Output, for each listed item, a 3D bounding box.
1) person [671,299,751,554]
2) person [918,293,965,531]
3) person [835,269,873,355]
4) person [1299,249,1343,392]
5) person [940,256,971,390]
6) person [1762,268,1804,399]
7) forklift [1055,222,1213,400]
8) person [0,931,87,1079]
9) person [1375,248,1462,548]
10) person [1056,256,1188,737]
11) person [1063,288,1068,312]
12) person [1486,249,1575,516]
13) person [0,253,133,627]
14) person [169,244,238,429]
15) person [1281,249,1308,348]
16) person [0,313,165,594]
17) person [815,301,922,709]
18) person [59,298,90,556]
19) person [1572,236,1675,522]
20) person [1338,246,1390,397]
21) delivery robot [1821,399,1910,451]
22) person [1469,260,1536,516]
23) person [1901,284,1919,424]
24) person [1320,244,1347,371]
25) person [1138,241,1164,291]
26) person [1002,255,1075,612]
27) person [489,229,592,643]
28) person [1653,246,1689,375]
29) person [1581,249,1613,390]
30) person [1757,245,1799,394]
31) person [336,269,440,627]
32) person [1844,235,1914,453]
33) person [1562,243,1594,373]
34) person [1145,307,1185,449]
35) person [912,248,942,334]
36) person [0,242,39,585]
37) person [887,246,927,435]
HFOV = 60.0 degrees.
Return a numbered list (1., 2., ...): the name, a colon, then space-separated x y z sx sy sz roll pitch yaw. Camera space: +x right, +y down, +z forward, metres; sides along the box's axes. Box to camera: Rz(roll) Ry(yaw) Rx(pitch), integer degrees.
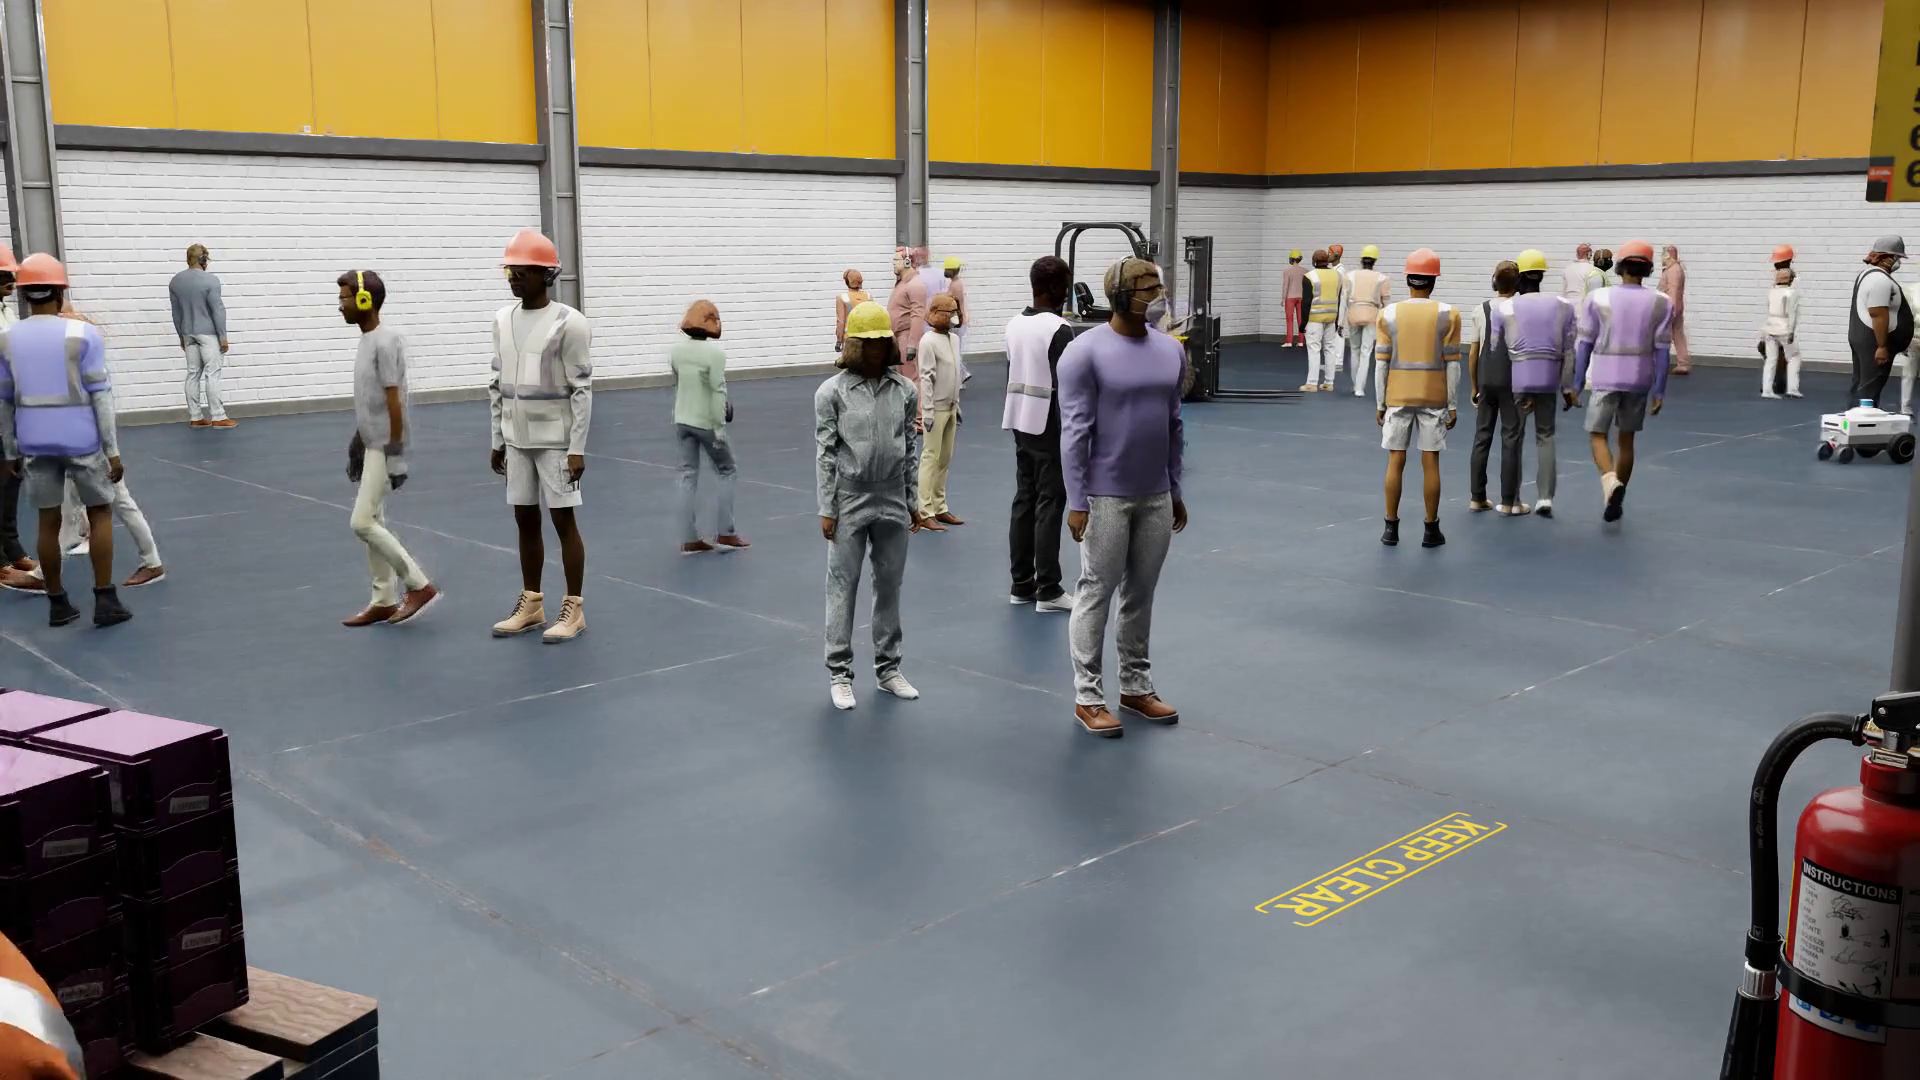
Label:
1. person: -1.615 -0.725 10.638 0.506 1.620 0.494 7 13 34
2. person: -0.126 -0.886 11.488 0.268 1.632 0.507 5 11 25
3. person: -1.203 -2.271 19.018 0.514 1.640 0.315 -8 13 -38
4. person: 4.661 -2.841 21.592 0.624 1.841 0.430 -5 11 -25
5. person: -0.091 -2.816 21.680 0.360 1.752 0.539 -2 11 -8
6. person: 10.208 -2.546 20.590 0.588 1.611 0.531 -3 11 -16
7. forklift: 1.935 -2.847 20.651 2.313 2.155 1.214 2 11 13
8. person: -0.913 0.895 1.698 0.546 1.674 0.703 9 14 40
9. person: 2.967 -0.915 10.815 0.544 1.939 0.354 4 11 20
10. person: 0.679 -0.179 6.799 0.631 1.940 0.369 -7 13 -35
11. person: 1.245 -3.007 22.902 0.553 1.676 0.571 5 11 24
12. person: 4.094 -1.123 11.983 0.619 1.921 0.395 1 10 7
13. person: -4.636 -0.503 8.584 0.578 1.932 0.384 -1 10 -8
14. person: -7.923 -2.119 17.391 0.627 1.935 0.373 3 11 17
15. person: 6.038 -4.358 30.046 0.533 1.772 0.296 -4 11 -21
16. person: -4.973 -0.481 9.393 0.516 1.583 0.852 9 14 40
17. person: -0.382 -0.149 7.169 0.493 1.743 0.295 -6 12 -30
18. person: -5.667 -0.722 10.580 0.310 1.638 0.523 -10 14 -42
19. person: 4.645 -1.107 11.652 0.620 2.020 0.783 2 11 11
20. person: 5.118 -2.763 21.025 0.609 1.882 0.857 4 11 21
21. delivery robot: 8.103 -1.017 14.889 0.707 0.478 0.477 -2 11 -11
22. person: 3.935 -1.095 12.048 0.340 1.846 0.512 -10 14 -44
23. person: 10.272 -2.087 17.602 0.599 1.793 0.885 2 11 9
24. person: 5.597 -3.455 24.819 0.359 1.882 0.575 0 10 2
25. person: 2.615 -3.334 23.985 0.617 1.946 0.445 9 14 41
26. person: 0.444 -0.568 8.986 0.392 1.916 0.591 -6 12 -29
27. person: -2.107 -0.508 8.295 0.607 2.048 0.369 5 12 26
28. person: 10.239 -3.339 24.251 0.952 1.856 0.655 6 12 30
29. person: 8.405 -2.900 21.903 0.430 1.845 0.619 3 11 18
30. person: 10.420 -2.795 21.177 0.415 1.896 0.607 1 10 7
31. person: -3.017 -0.457 8.563 0.400 1.846 0.536 -6 12 -28
32. person: 8.659 -1.853 15.650 0.536 2.000 0.672 3 11 14
33. person: 9.059 -3.360 24.222 0.409 1.909 0.652 -4 11 -21
34. person: 1.573 -1.428 13.938 0.793 1.818 0.568 -5 11 -23
35. person: -0.554 -2.693 20.737 0.922 1.855 0.690 6 12 30
36. person: -5.590 -0.741 9.710 0.396 1.993 0.618 -2 11 -10
37. person: -0.557 -2.011 16.874 0.408 1.909 0.638 -3 11 -16
